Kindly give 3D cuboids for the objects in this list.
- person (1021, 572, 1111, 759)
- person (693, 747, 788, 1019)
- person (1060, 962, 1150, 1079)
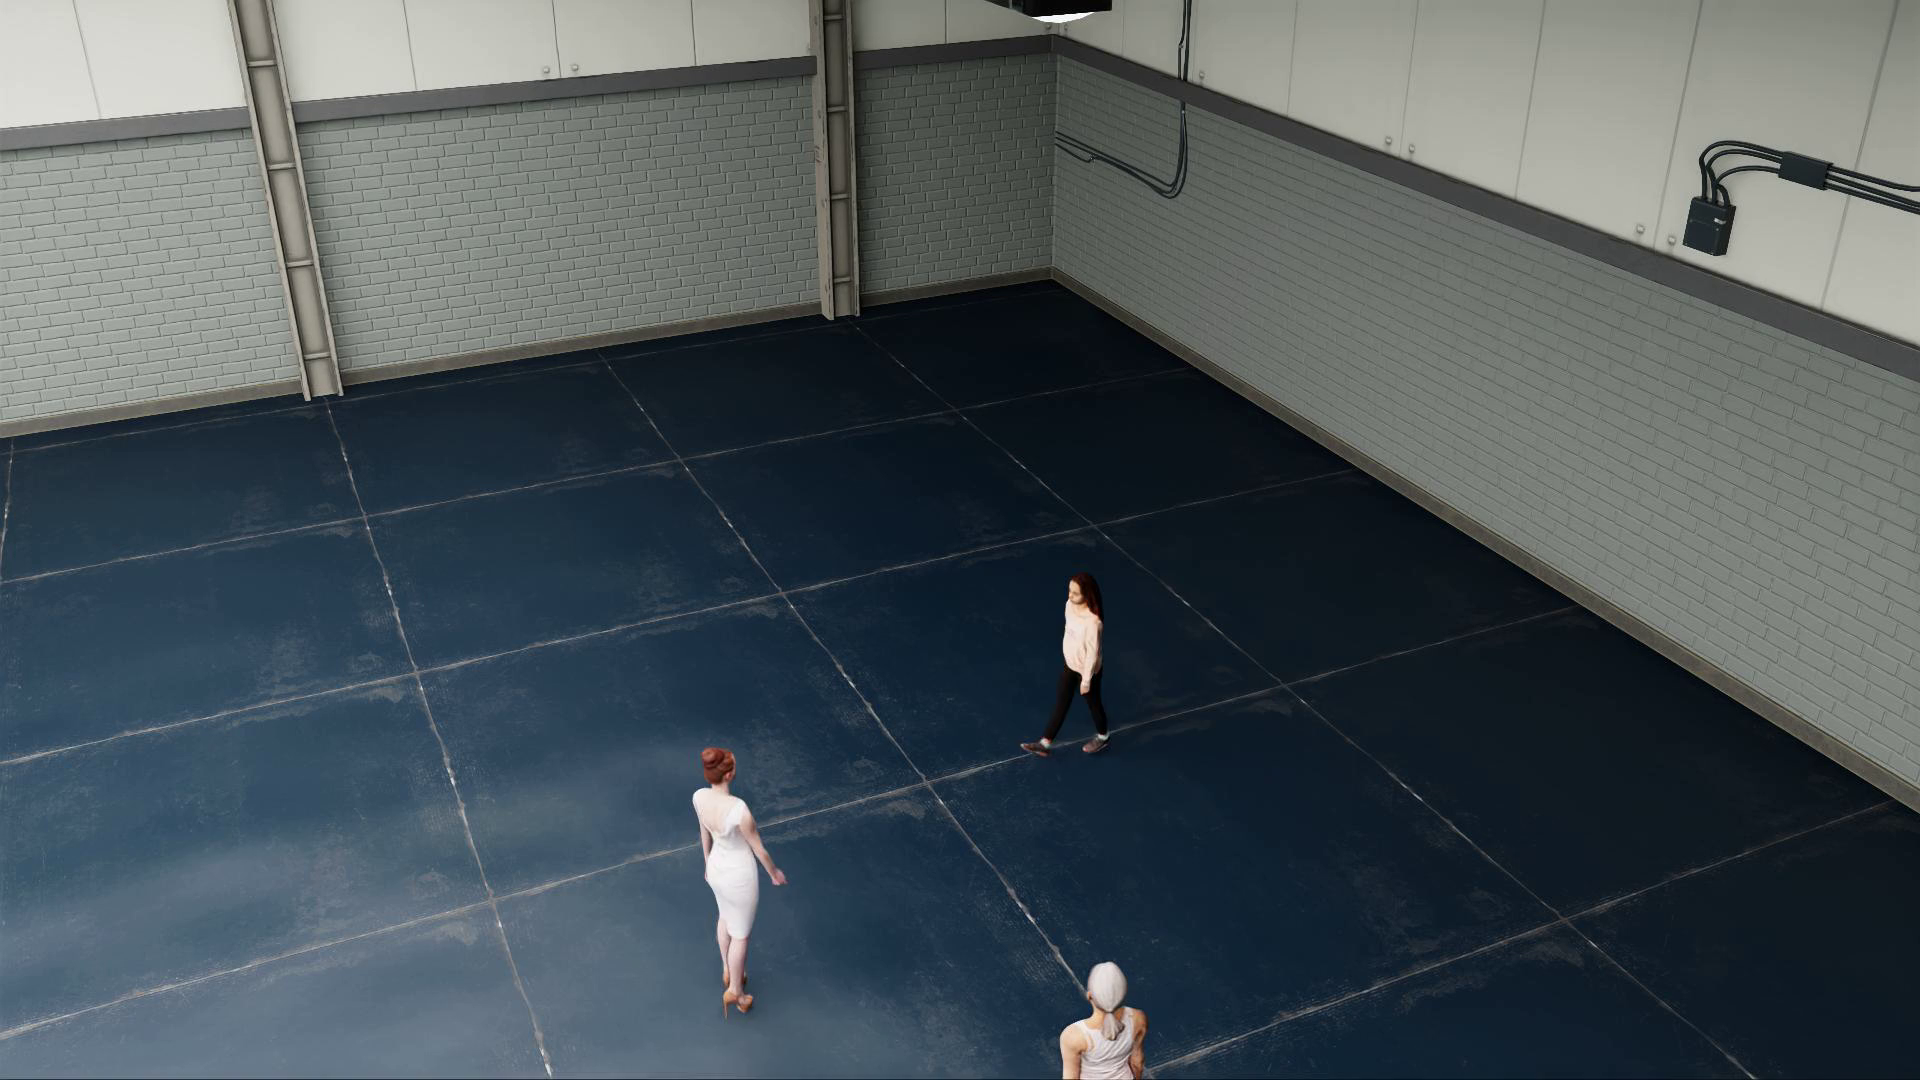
[{"bbox_3d":[0.910,0.878,11.615,0.934,1.446,0.656,-15,31,-27],"label":"person"},{"bbox_3d":[-1.289,1.921,9.213,0.690,1.790,0.731,20,34,34],"label":"person"},{"bbox_3d":[0.675,2.683,7.830,0.476,1.702,0.665,-10,29,-19],"label":"person"}]
